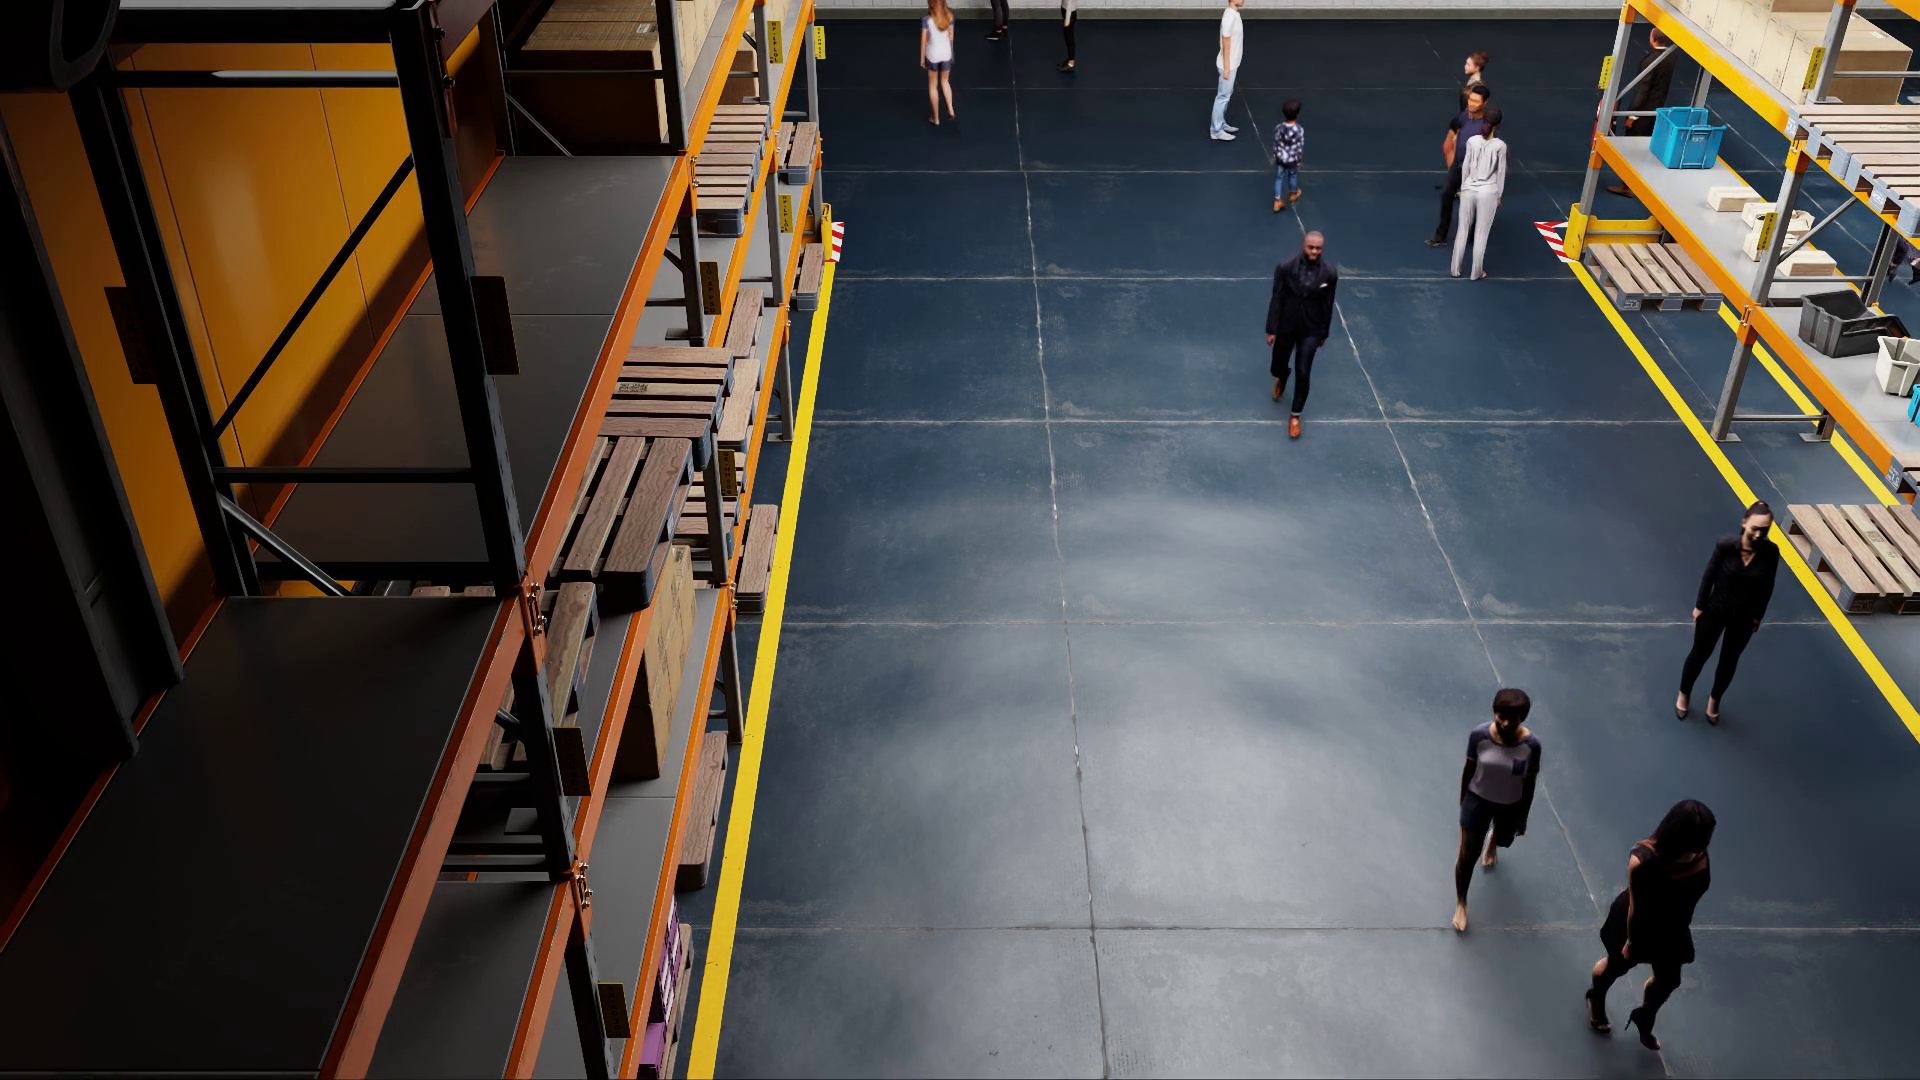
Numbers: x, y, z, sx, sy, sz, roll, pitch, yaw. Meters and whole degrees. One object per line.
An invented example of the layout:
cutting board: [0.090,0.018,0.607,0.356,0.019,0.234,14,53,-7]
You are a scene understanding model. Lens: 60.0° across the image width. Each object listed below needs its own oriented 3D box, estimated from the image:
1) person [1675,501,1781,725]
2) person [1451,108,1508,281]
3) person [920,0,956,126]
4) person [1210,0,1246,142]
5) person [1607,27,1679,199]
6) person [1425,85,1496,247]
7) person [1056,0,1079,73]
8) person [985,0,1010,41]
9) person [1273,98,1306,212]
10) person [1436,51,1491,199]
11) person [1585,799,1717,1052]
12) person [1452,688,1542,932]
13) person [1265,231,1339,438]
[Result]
person: [5.011,0.488,10.855,0.620,1.710,0.572,8,35,12]
person: [5.240,-3.485,16.774,0.683,1.775,0.713,21,39,28]
person: [-0.234,-5.929,20.501,0.766,1.720,0.845,-14,36,-20]
person: [3.245,-5.807,20.190,0.783,1.862,0.593,8,34,12]
person: [7.696,-4.812,18.654,0.796,1.904,0.809,-20,39,-28]
person: [5.395,-3.918,17.434,0.964,1.766,0.921,-19,38,-26]
person: [1.482,-7.096,22.470,0.605,1.484,0.415,1,34,2]
person: [0.541,-8.004,23.621,0.763,1.721,0.631,16,37,23]
person: [3.602,-4.238,18.398,0.716,1.231,0.848,17,37,24]
person: [5.755,-4.616,18.575,0.673,1.664,0.587,5,34,7]
person: [3.515,1.944,8.672,0.785,1.702,0.810,-14,36,-20]
person: [3.089,1.455,9.557,0.745,1.537,1.043,9,35,13]
person: [2.893,-1.824,14.254,0.854,1.798,1.089,7,34,11]
